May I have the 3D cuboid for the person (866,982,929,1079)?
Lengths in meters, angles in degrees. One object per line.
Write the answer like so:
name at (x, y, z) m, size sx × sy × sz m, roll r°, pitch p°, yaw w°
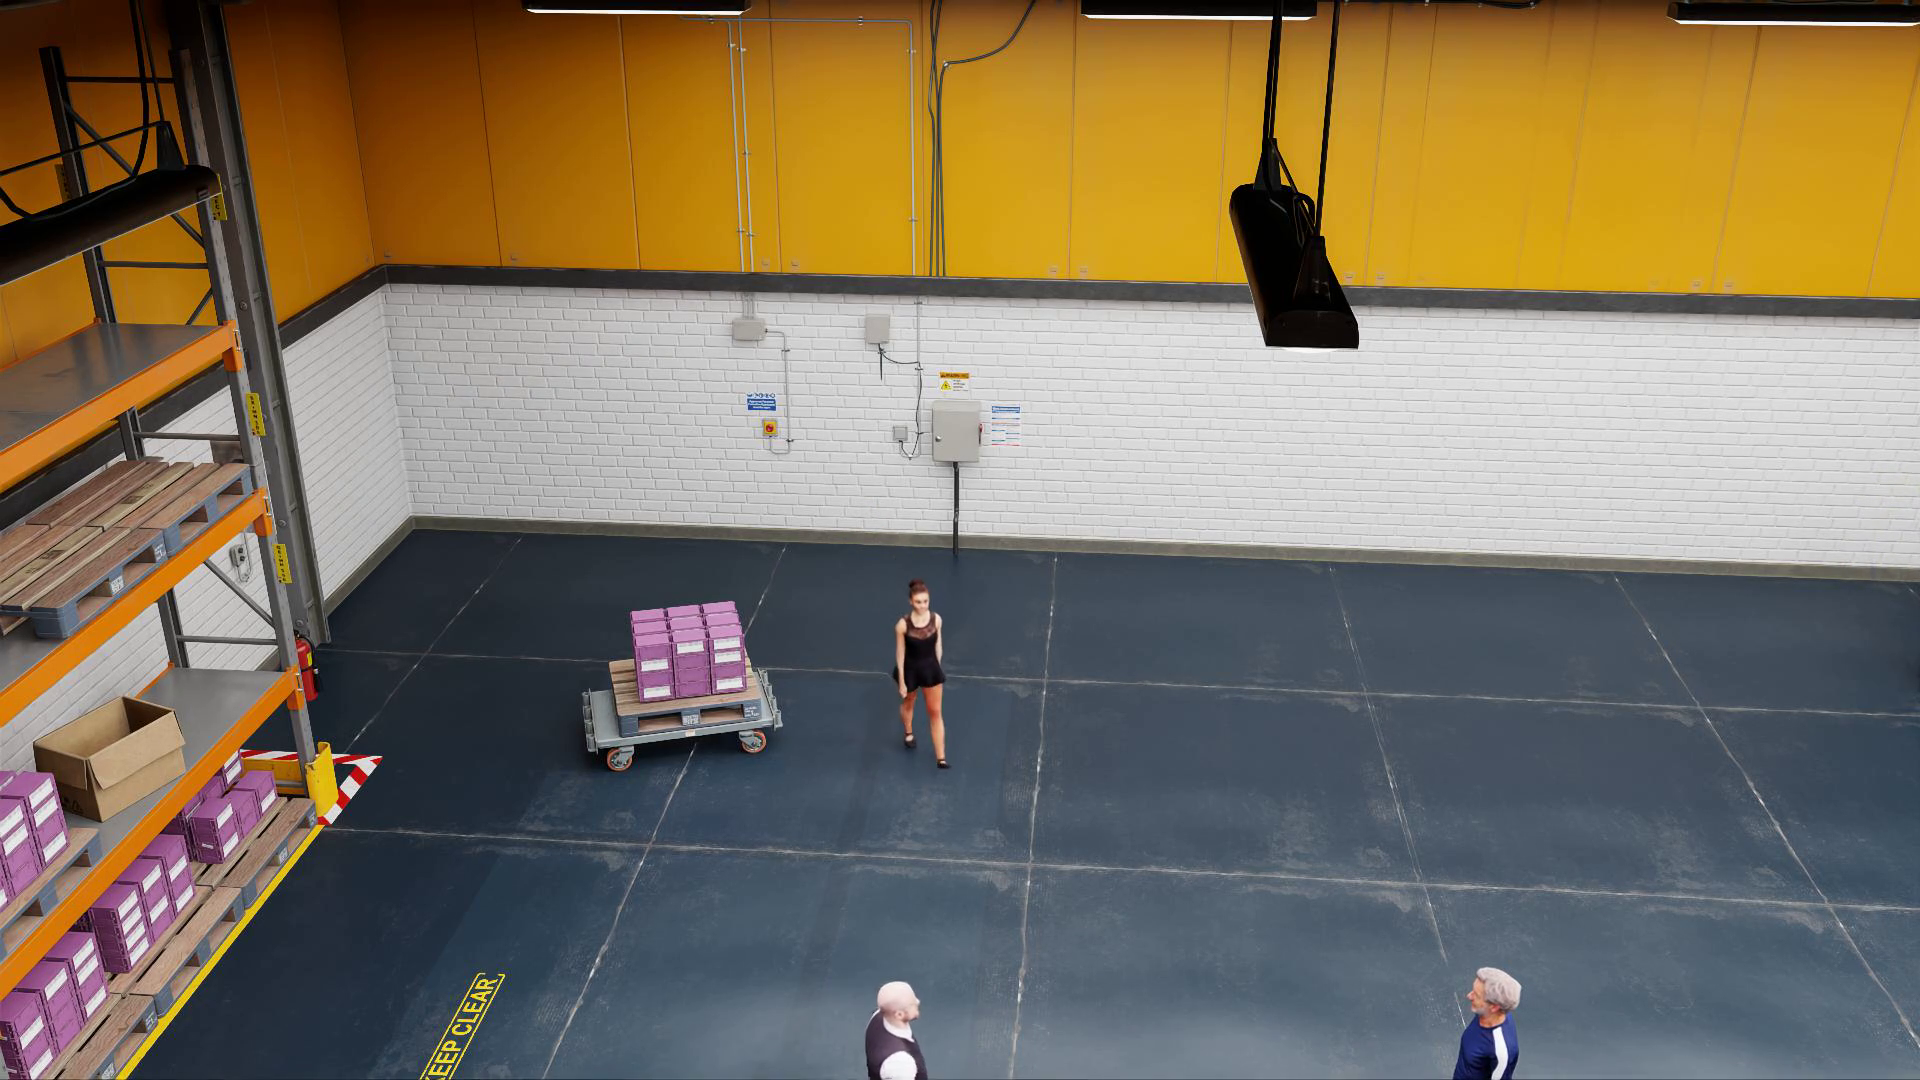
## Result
person at (-0.413, 3.187, 9.057) m, size 0.981 × 1.807 × 1.038 m, roll -7°, pitch 25°, yaw -17°

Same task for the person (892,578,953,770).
person at (-0.375, 1.089, 14.071) m, size 0.856 × 1.634 × 1.156 m, roll -7°, pitch 25°, yaw -16°

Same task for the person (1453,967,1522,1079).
person at (2.859, 3.121, 9.167) m, size 0.692 × 1.839 × 0.489 m, roll 1°, pitch 24°, yaw 3°
